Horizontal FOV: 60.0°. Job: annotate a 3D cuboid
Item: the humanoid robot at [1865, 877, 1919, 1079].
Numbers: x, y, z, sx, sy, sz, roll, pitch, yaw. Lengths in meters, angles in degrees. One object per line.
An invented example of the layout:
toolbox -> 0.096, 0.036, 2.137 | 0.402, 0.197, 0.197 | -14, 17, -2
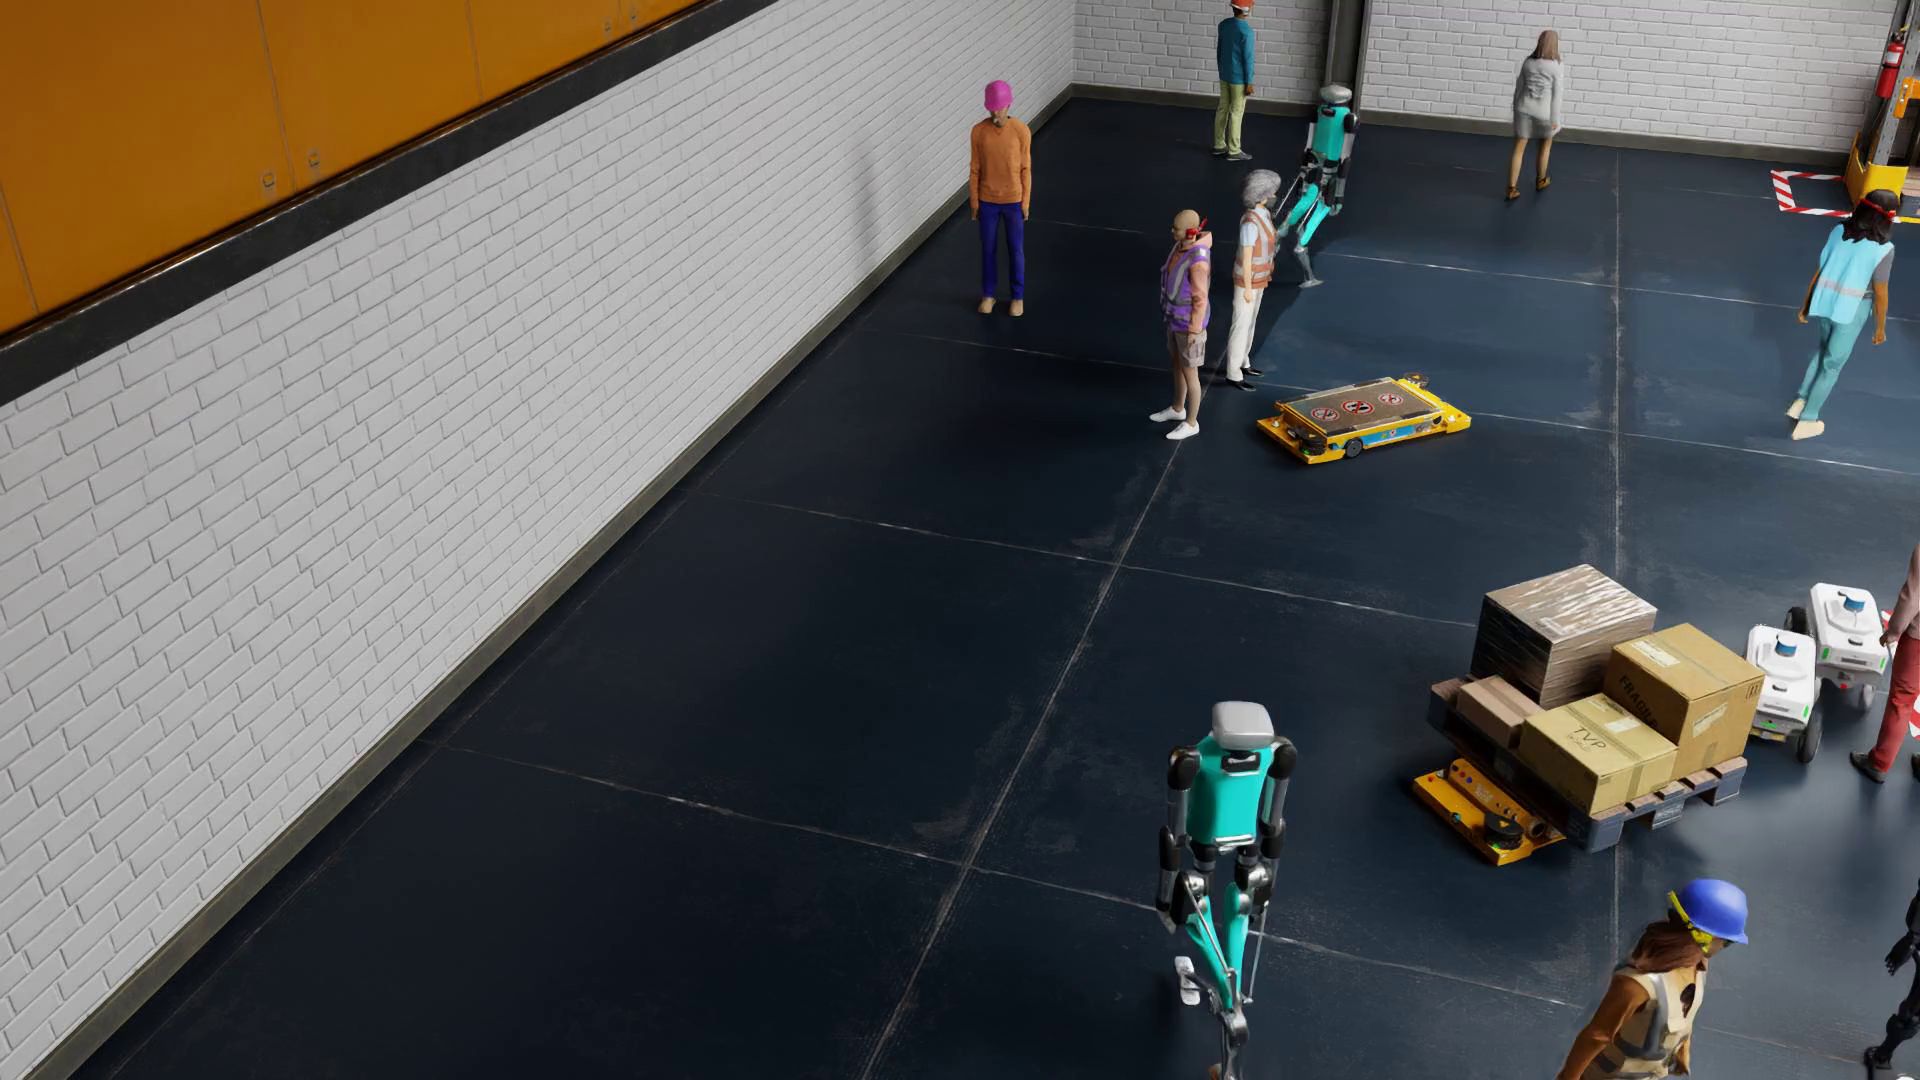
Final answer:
humanoid robot -> 4.026, 1.574, 6.558 | 0.603, 1.652, 0.323 | 9, 32, 14

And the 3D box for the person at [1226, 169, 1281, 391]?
person -> 2.206, -1.969, 12.571 | 0.311, 1.689, 0.435 | 12, 33, 20

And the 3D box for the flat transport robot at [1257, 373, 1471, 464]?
flat transport robot -> 2.953, -0.890, 12.140 | 1.431, 0.231, 0.659 | -13, 33, -21

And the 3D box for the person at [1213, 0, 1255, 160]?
person -> 2.905, -4.888, 17.470 | 0.320, 1.755, 0.569 | -15, 34, -24

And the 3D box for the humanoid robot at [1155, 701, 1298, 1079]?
humanoid robot -> 1.104, 1.504, 6.644 | 0.575, 1.737, 1.054 | -7, 31, -12

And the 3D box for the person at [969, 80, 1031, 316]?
person -> 0.326, -2.820, 13.750 | 0.518, 1.972, 0.404 | 4, 31, 7

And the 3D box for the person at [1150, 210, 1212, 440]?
person -> 1.592, -1.532, 11.825 | 0.342, 1.692, 0.494 | -7, 31, -12

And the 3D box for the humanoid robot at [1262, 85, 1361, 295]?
humanoid robot -> 2.882, -2.914, 14.197 | 0.932, 1.812, 0.552 | -18, 35, -28

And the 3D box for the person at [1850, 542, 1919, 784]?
person -> 4.918, 0.464, 8.358 | 0.523, 1.769, 0.317 | 3, 31, 5

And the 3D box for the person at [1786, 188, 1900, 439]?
person -> 6.244, -1.580, 11.748 | 0.485, 1.851, 0.570 | -14, 33, -22

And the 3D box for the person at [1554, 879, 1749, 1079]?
person -> 2.382, 1.893, 5.949 | 0.543, 1.738, 0.452 | -21, 36, -31

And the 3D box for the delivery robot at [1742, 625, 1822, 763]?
delivery robot -> 4.397, 0.809, 8.985 | 0.499, 0.614, 0.812 | 13, 33, 21

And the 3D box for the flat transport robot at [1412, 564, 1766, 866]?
flat transport robot -> 3.111, 1.214, 8.559 | 1.431, 0.231, 0.659 | -14, 33, -22

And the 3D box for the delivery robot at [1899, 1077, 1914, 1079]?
delivery robot -> 3.784, 2.398, 6.252 | 0.499, 0.583, 0.774 | -21, 36, -31

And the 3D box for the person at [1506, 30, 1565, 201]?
person -> 5.717, -4.226, 16.453 | 0.513, 1.622, 0.807 | 20, 36, 31

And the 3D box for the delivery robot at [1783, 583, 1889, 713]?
delivery robot -> 4.982, 0.566, 9.397 | 0.499, 0.612, 0.814 | 10, 32, 16
